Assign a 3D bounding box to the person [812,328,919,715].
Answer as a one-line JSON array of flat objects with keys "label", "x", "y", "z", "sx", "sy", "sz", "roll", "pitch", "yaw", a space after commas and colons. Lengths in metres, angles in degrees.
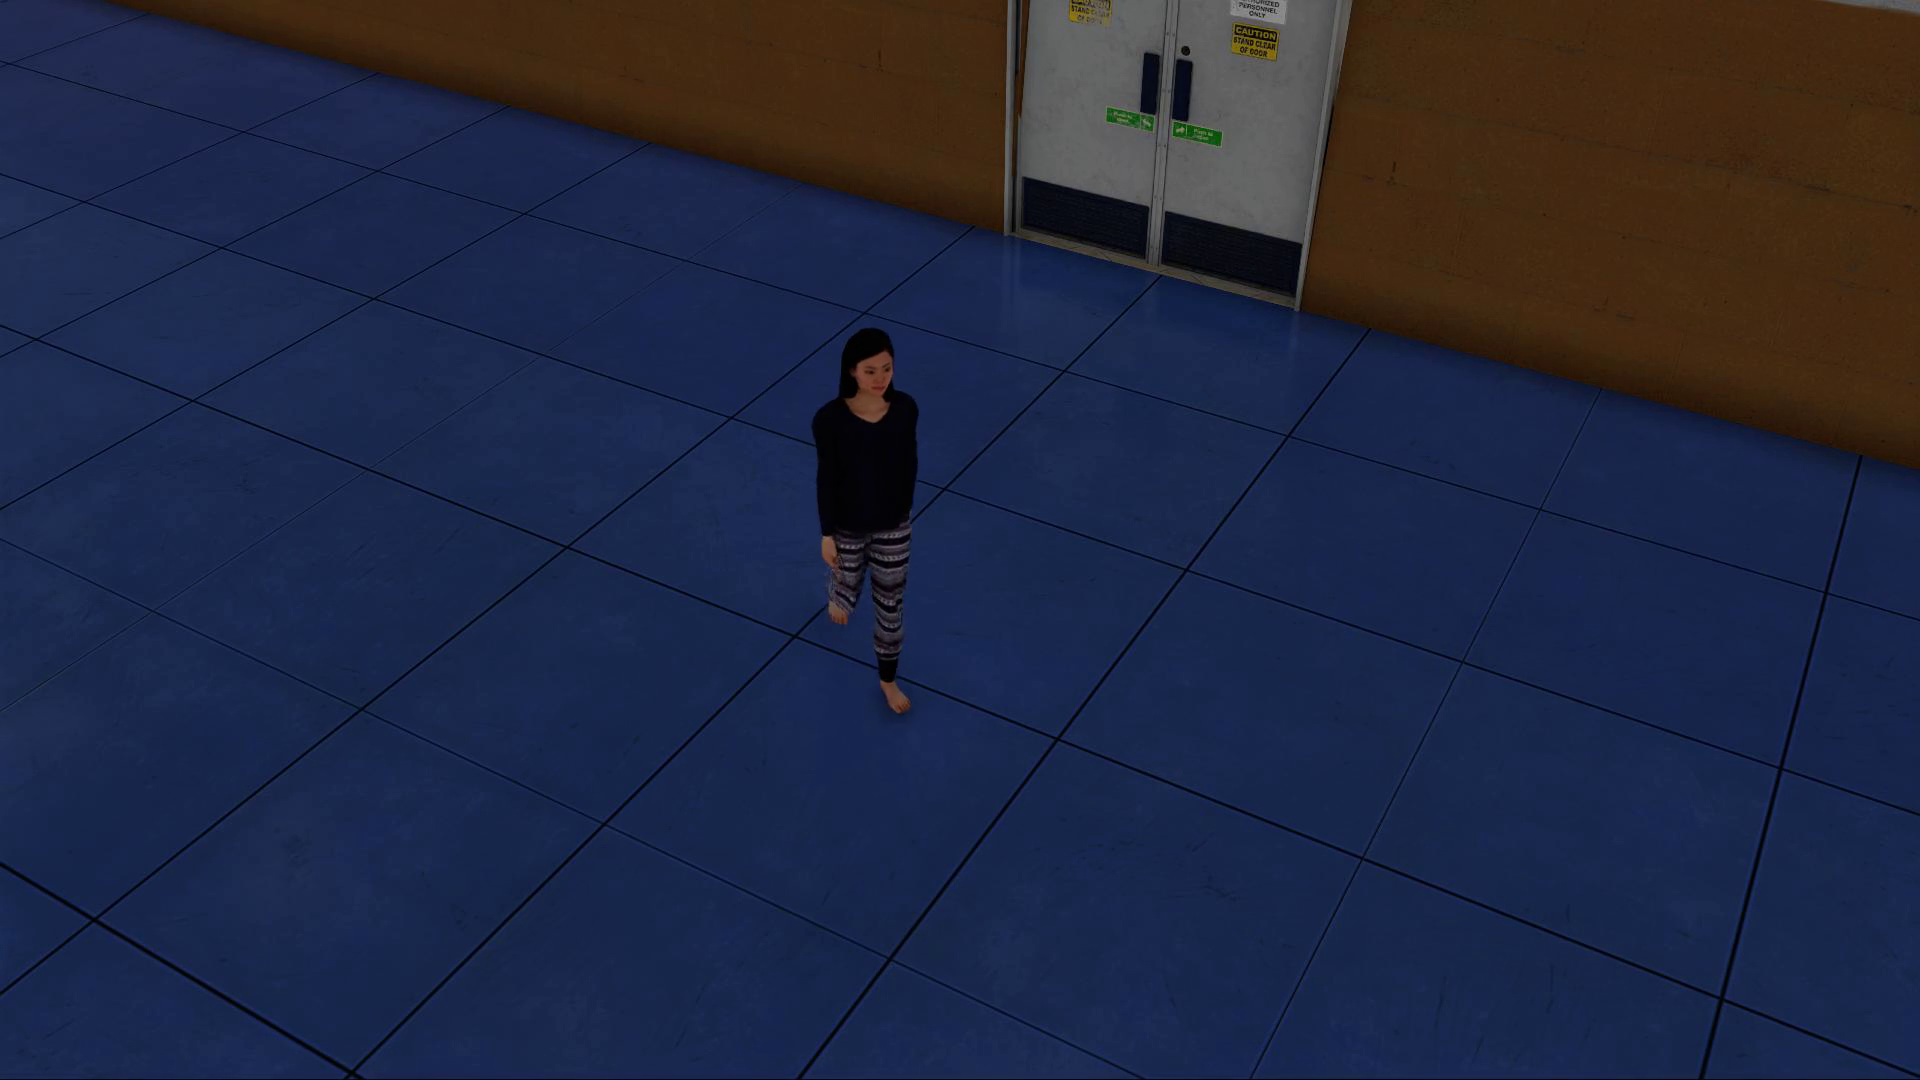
[{"label": "person", "x": -0.416, "y": -0.130, "z": 6.842, "sx": 1.005, "sy": 1.709, "sz": 1.032, "roll": -12, "pitch": 39, "yaw": -16}]
